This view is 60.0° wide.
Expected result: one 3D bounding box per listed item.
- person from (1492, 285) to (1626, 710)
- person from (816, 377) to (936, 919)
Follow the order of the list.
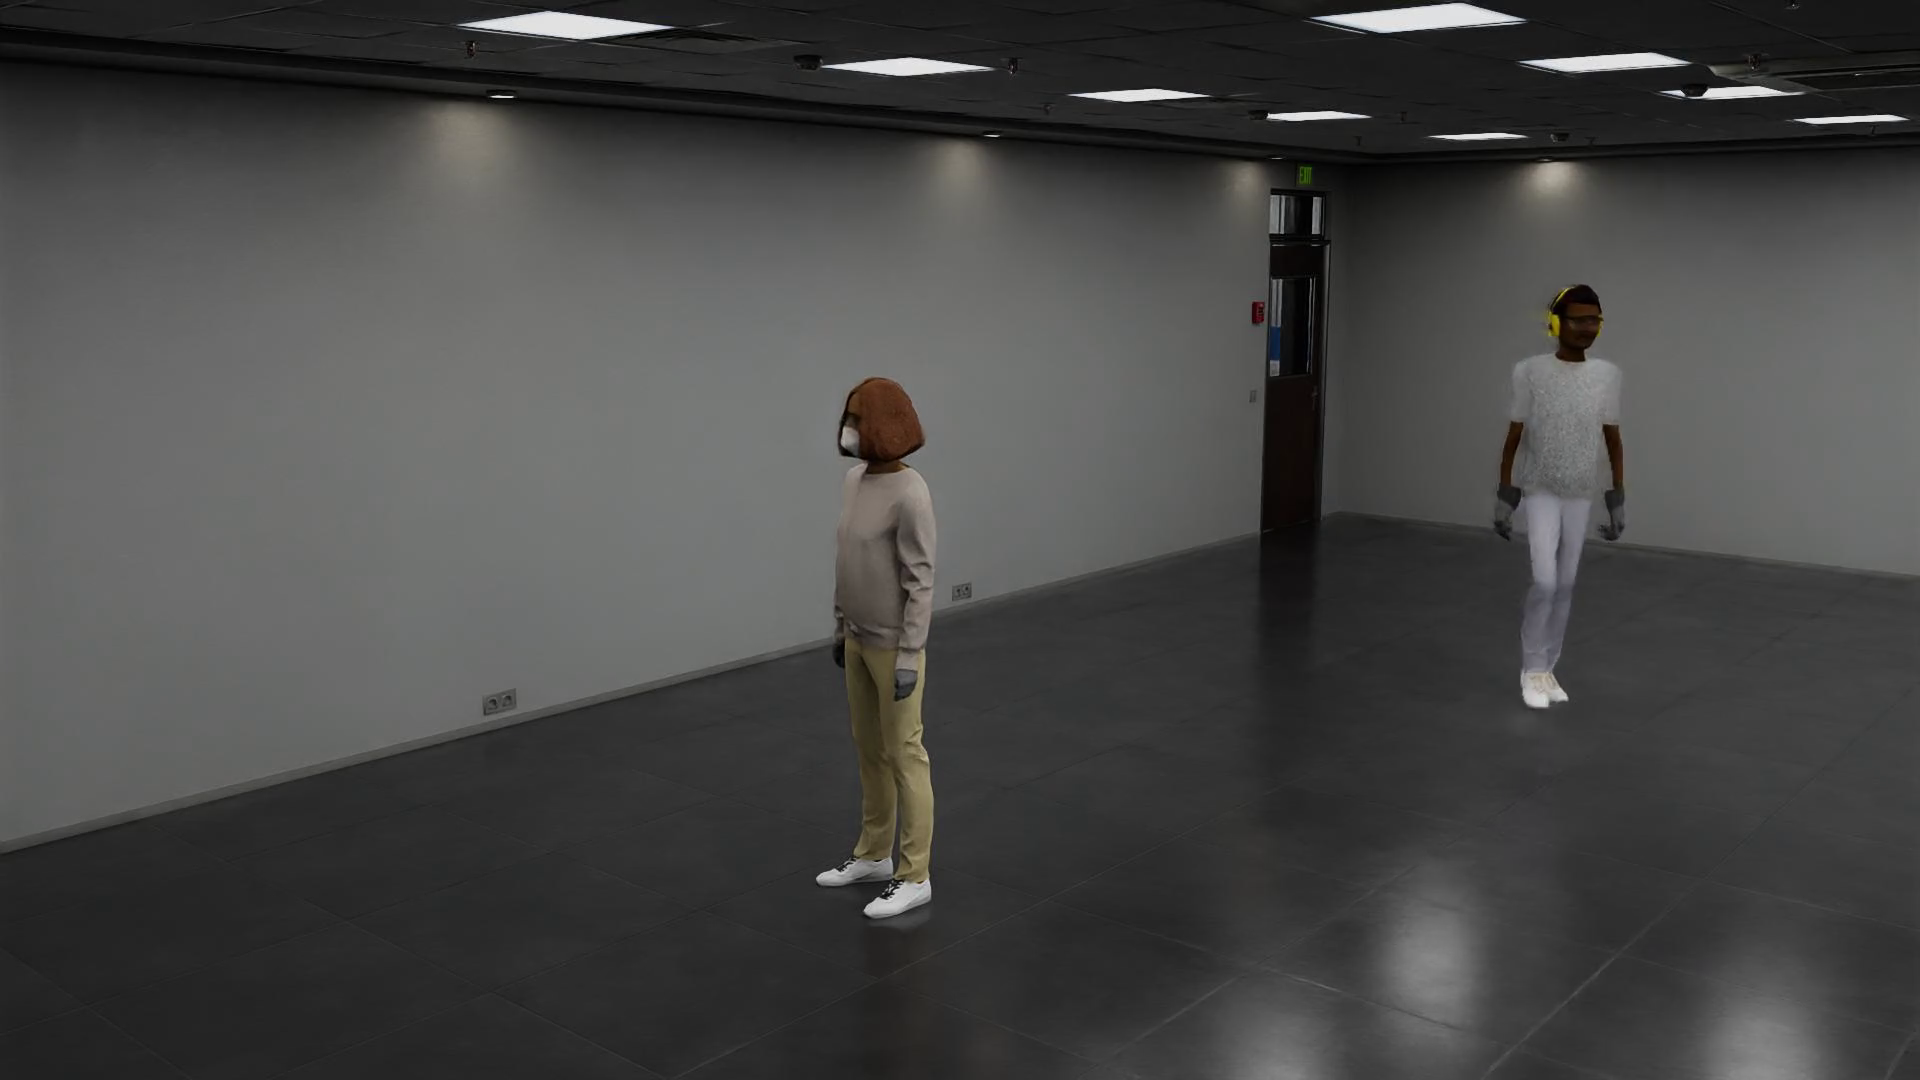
[{"bbox_3d":[2.648,-0.176,7.281,0.555,1.857,0.598,0,10,-1],"label":"person"},{"bbox_3d":[-0.249,0.320,5.078,0.282,1.636,0.500,-6,12,-31],"label":"person"}]
